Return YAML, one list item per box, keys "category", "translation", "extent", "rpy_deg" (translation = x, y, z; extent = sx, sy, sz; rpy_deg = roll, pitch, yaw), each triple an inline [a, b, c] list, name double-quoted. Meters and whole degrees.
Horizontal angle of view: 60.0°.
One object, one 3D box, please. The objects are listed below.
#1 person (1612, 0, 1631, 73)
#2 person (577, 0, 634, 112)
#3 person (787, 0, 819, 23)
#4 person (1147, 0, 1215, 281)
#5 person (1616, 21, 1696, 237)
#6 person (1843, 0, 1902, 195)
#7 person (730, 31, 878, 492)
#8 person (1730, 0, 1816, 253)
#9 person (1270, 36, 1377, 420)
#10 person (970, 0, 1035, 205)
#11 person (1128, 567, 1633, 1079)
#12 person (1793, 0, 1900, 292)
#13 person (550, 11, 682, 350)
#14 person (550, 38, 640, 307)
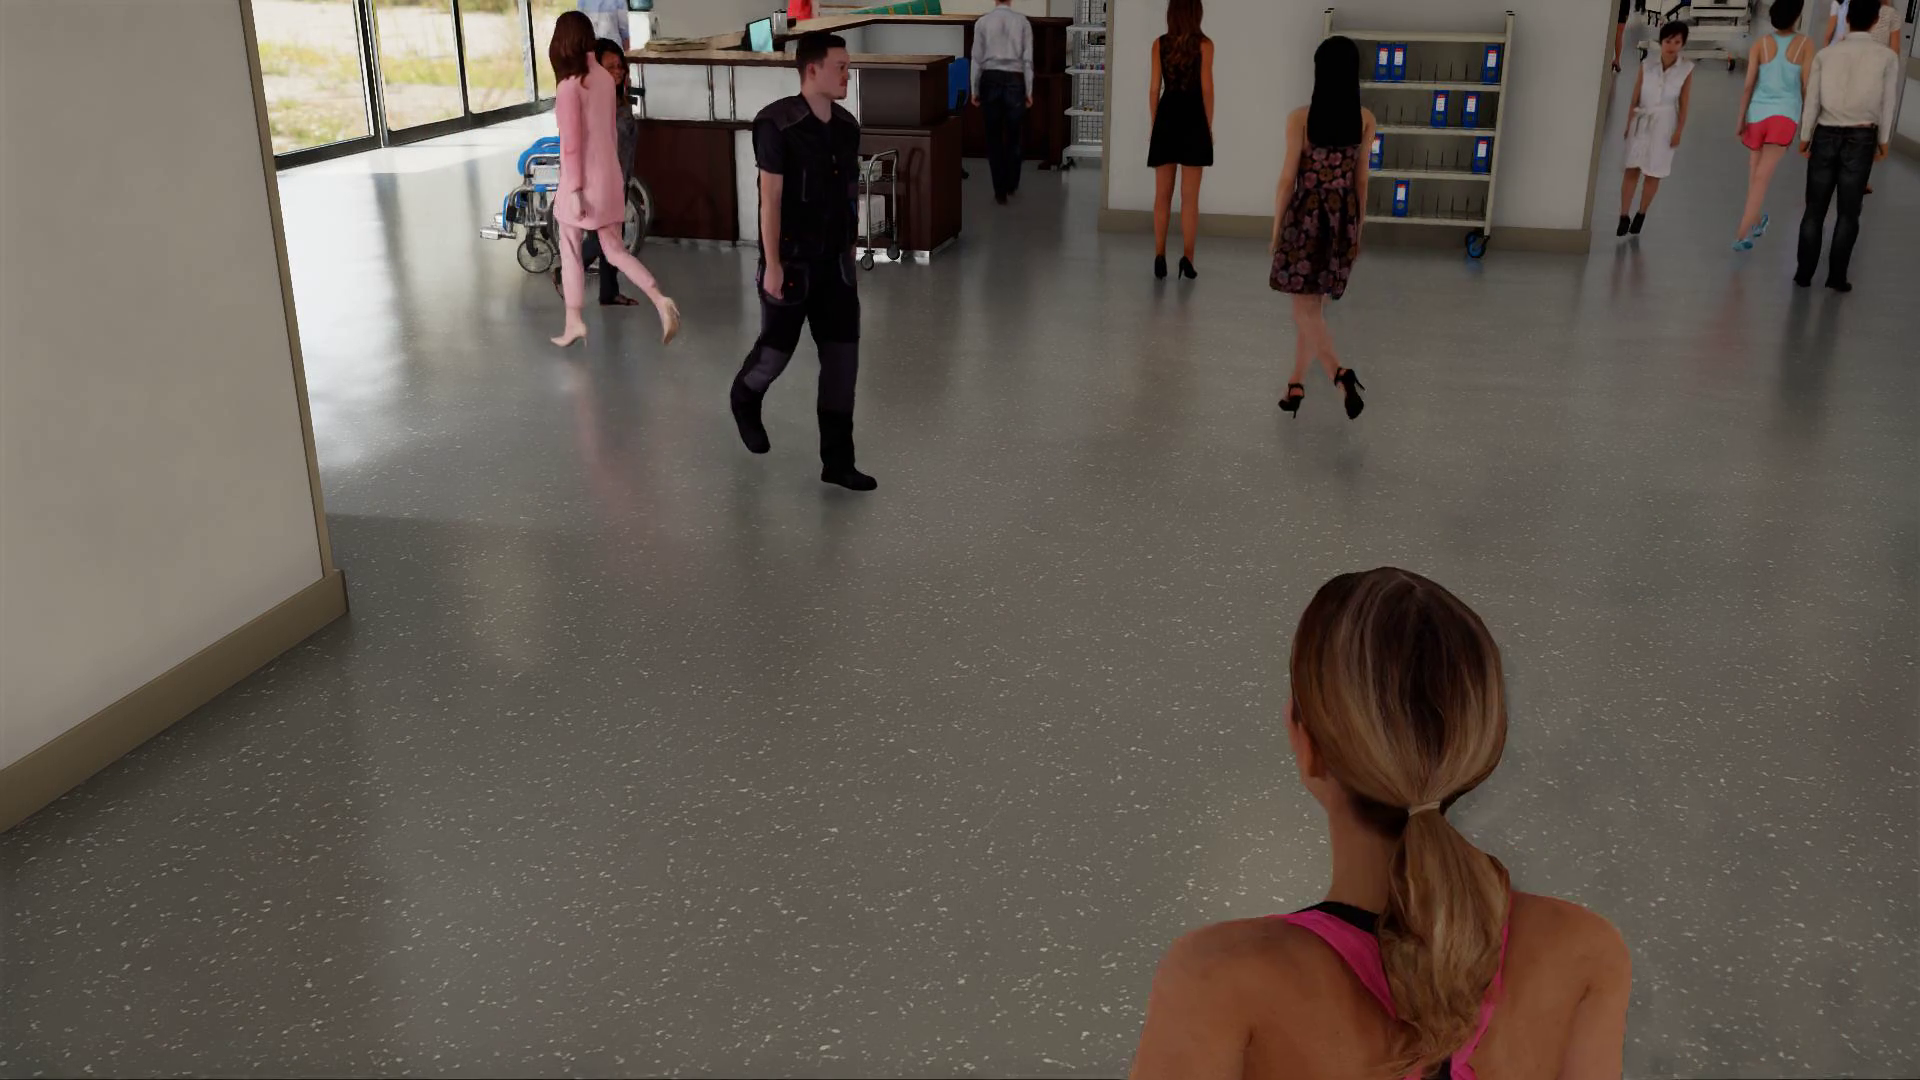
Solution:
- category: "person"
  translation: [9.797, -7.859, 24.866]
  extent: [0.674, 1.639, 0.733]
  rpy_deg: [16, 26, 36]
- category: "person"
  translation: [-3.430, -4.605, 16.028]
  extent: [0.653, 1.814, 0.806]
  rpy_deg: [1, 21, 2]
- category: "person"
  translation: [-1.499, -4.910, 16.879]
  extent: [1.012, 1.782, 1.037]
  rpy_deg: [-17, 27, -38]
- category: "person"
  translation: [1.411, -2.600, 10.703]
  extent: [0.487, 1.835, 0.656]
  rpy_deg: [8, 22, 19]
- category: "person"
  translation: [5.097, -2.998, 12.189]
  extent: [0.683, 1.528, 0.685]
  rpy_deg: [10, 23, 25]
- category: "person"
  translation: [7.411, -3.699, 13.650]
  extent: [0.679, 1.804, 0.796]
  rpy_deg: [16, 26, 36]
- category: "person"
  translation: [-0.695, -1.131, 6.854]
  extent: [1.110, 1.814, 1.282]
  rpy_deg: [-17, 26, -37]
- category: "person"
  translation: [5.591, -2.846, 11.514]
  extent: [1.120, 1.721, 0.958]
  rpy_deg: [17, 27, 38]
- category: "person"
  translation: [1.634, -1.306, 7.408]
  extent: [1.113, 1.750, 1.003]
  rpy_deg: [-4, 21, -11]
- category: "person"
  translation: [0.350, -3.657, 13.538]
  extent: [0.896, 1.804, 0.877]
  rpy_deg: [0, 21, -1]
- category: "person"
  translation: [0.398, 0.913, 1.524]
  extent: [0.819, 1.768, 0.854]
  rpy_deg: [-4, 21, -9]
- category: "person"
  translation: [5.538, -2.488, 10.431]
  extent: [0.685, 1.819, 0.821]
  rpy_deg: [13, 24, 31]
- category: "person"
  translation: [-1.858, -1.837, 8.777]
  extent: [1.138, 1.773, 0.762]
  rpy_deg: [10, 23, 25]
- category: "person"
  translation: [-2.203, -2.158, 9.892]
  extent: [0.809, 1.582, 0.673]
  rpy_deg: [7, 22, 19]
